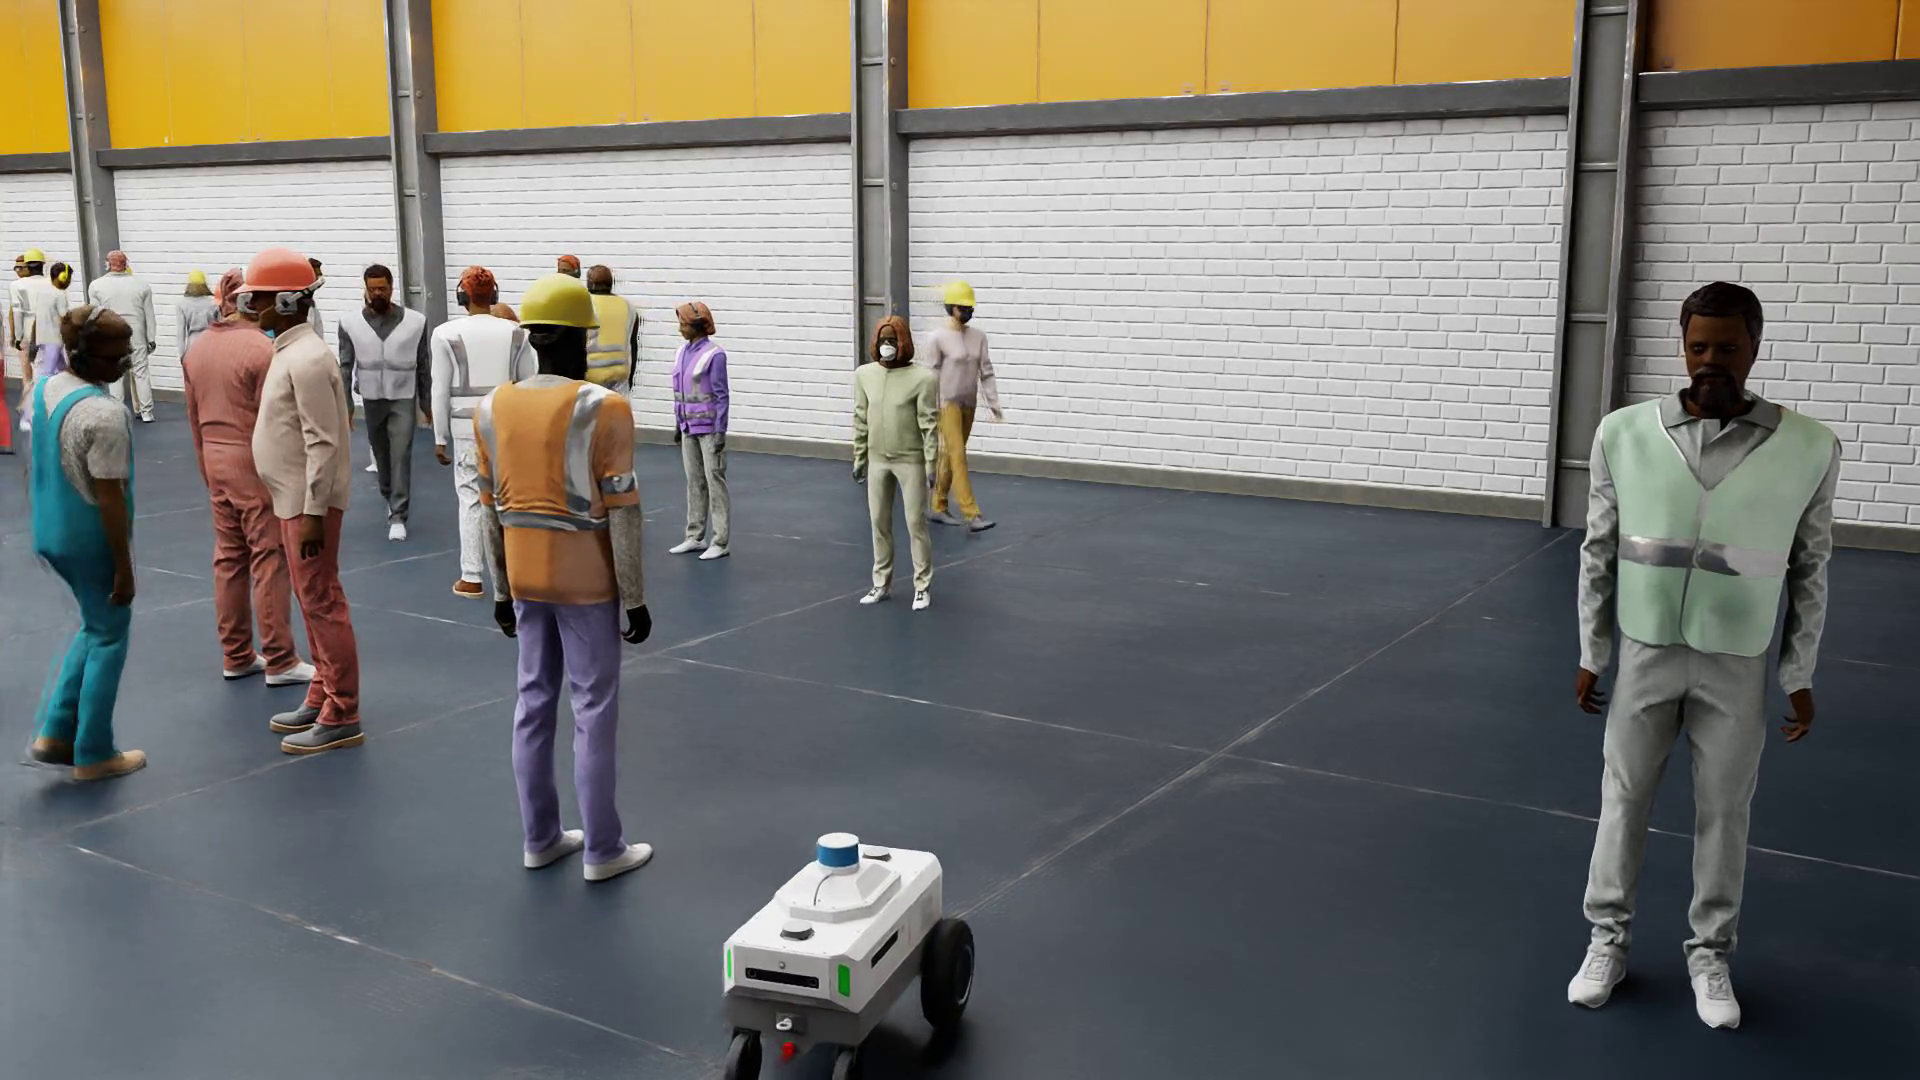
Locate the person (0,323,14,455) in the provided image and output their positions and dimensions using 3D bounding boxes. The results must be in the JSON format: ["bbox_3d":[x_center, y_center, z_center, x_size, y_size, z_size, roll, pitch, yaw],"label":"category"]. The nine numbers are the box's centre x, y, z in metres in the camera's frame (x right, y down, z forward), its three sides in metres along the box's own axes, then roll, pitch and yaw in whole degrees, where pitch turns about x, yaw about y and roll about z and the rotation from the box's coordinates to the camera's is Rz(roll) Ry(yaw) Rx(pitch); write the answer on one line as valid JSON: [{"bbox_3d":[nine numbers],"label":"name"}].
[{"bbox_3d":[-9.196,-1.659,15.643,0.508,1.732,0.544,3,11,18],"label":"person"}]

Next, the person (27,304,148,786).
[{"bbox_3d":[-3.160,0.041,6.081,0.602,1.796,0.379,5,11,25],"label":"person"}]

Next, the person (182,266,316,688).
[{"bbox_3d":[-3.205,-0.284,7.586,0.642,1.905,0.399,6,12,31],"label":"person"}]

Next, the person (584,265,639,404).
[{"bbox_3d":[-3.008,-1.363,13.804,0.650,1.814,0.768,-8,13,-39],"label":"person"}]

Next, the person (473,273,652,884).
[{"bbox_3d":[-1.250,0.126,5.283,0.589,1.922,0.388,5,11,24],"label":"person"}]

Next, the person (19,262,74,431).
[{"bbox_3d":[-9.692,-2.090,17.919,0.634,1.781,1.027,8,13,36],"label":"person"}]

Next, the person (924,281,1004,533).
[{"bbox_3d":[0.044,-0.914,11.544,0.537,1.727,0.860,-9,14,-42],"label":"person"}]

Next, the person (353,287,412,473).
[{"bbox_3d":[-5.041,-1.403,14.513,0.515,1.641,0.315,-9,13,-40],"label":"person"}]

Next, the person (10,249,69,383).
[{"bbox_3d":[-10.614,-2.395,19.236,0.585,1.921,0.383,-8,13,-38],"label":"person"}]

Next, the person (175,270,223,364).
[{"bbox_3d":[-8.047,-2.006,17.703,0.486,1.696,0.856,-3,11,-17],"label":"person"}]

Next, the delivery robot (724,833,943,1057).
[{"bbox_3d":[-0.298,0.969,4.105,0.477,0.478,0.707,4,11,18],"label":"delivery robot"}]

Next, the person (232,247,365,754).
[{"bbox_3d":[-2.617,-0.155,6.612,0.390,1.992,0.624,-5,12,-27],"label":"person"}]

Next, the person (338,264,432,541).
[{"bbox_3d":[-3.974,-0.975,11.539,0.603,1.869,1.002,-2,11,-13],"label":"person"}]

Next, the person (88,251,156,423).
[{"bbox_3d":[-9.217,-2.225,18.334,0.653,1.905,0.408,-7,12,-32],"label":"person"}]

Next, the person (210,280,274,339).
[{"bbox_3d":[-5.299,-1.053,12.280,0.570,1.742,0.346,3,11,17],"label":"person"}]

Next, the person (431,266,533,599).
[{"bbox_3d":[-2.697,-0.607,9.453,0.578,1.879,0.350,-6,12,-32],"label":"person"}]

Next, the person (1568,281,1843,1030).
[{"bbox_3d":[1.909,0.298,4.318,0.590,1.920,0.398,5,11,25],"label":"person"}]

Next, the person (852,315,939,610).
[{"bbox_3d":[-0.347,-0.418,9.125,0.512,1.623,0.319,5,11,25],"label":"person"}]

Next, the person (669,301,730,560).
[{"bbox_3d":[-1.645,-0.693,10.587,0.314,1.639,0.515,-9,14,-41],"label":"person"}]

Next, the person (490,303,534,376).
[{"bbox_3d":[-2.938,-0.733,10.851,0.513,1.619,0.310,9,14,41],"label":"person"}]

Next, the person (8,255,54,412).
[{"bbox_3d":[-10.942,-2.422,19.594,0.513,1.845,0.340,0,10,-1],"label":"person"}]
